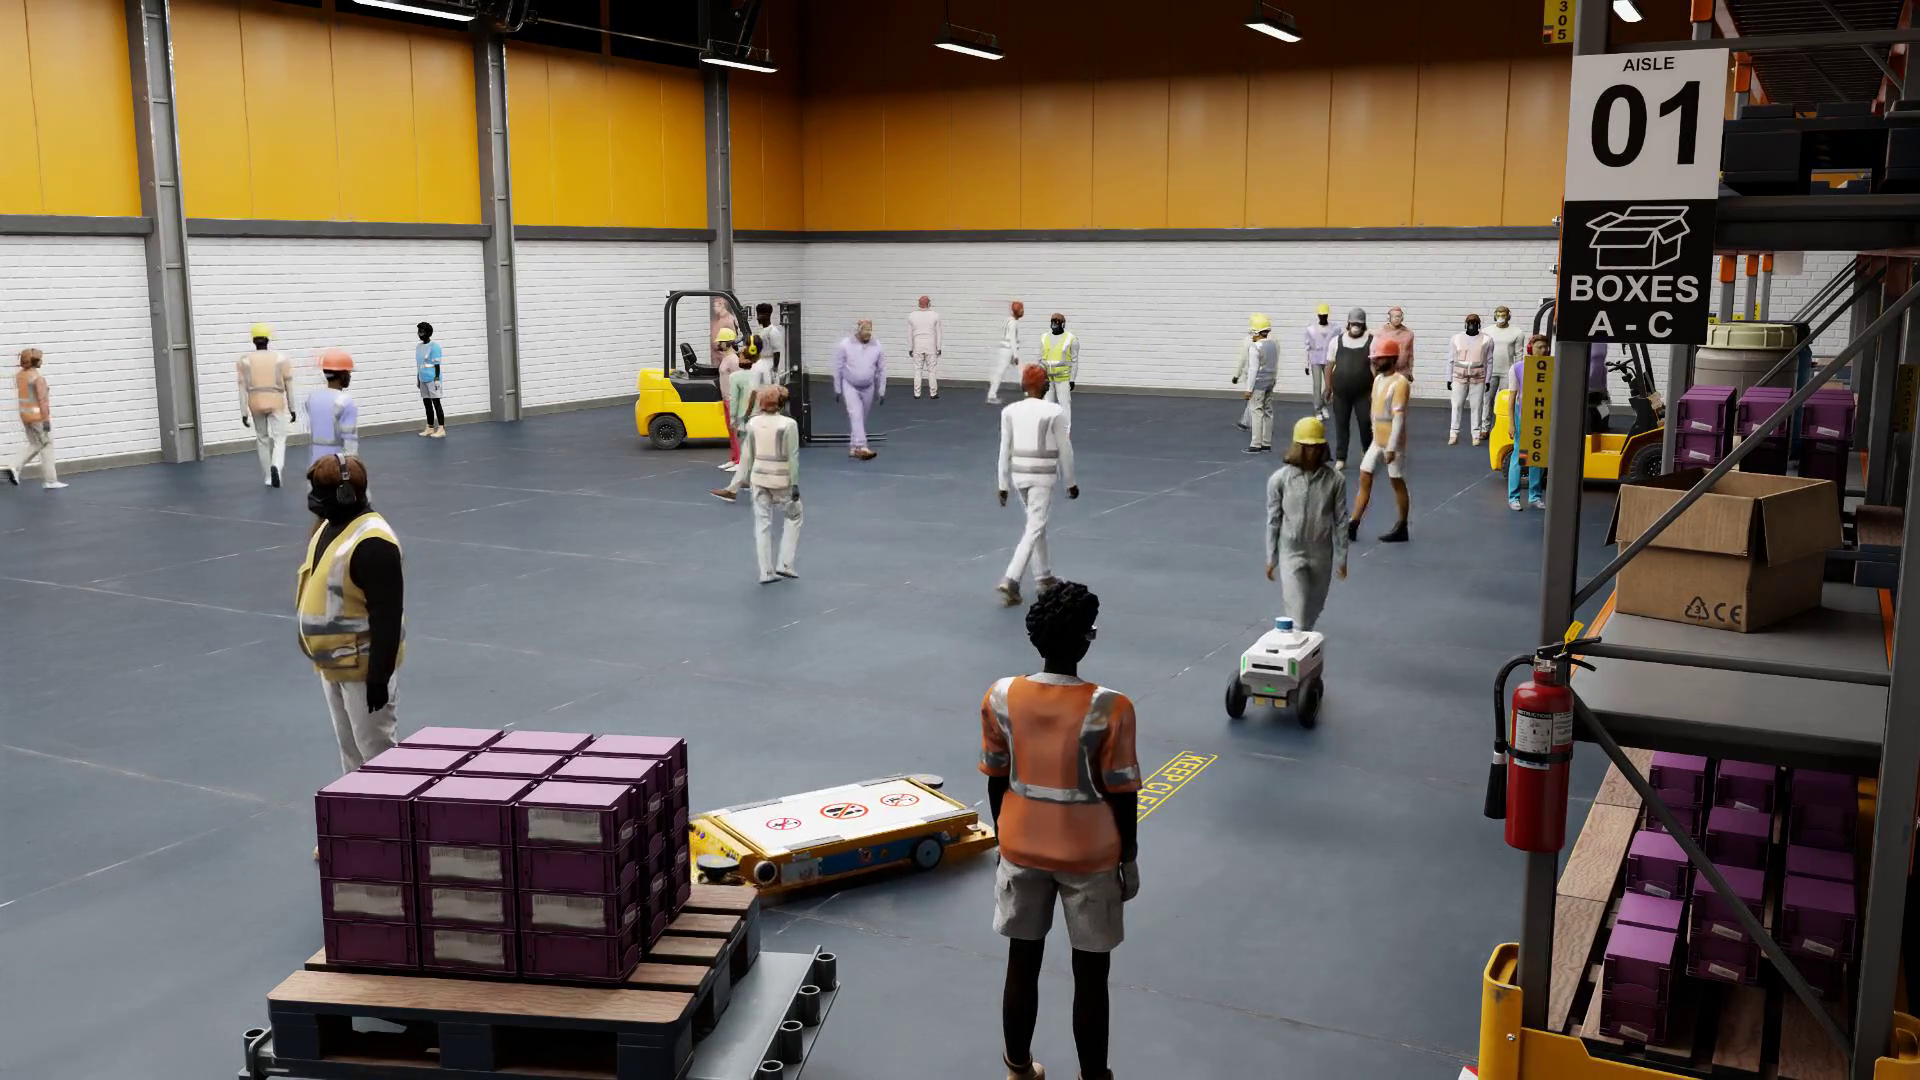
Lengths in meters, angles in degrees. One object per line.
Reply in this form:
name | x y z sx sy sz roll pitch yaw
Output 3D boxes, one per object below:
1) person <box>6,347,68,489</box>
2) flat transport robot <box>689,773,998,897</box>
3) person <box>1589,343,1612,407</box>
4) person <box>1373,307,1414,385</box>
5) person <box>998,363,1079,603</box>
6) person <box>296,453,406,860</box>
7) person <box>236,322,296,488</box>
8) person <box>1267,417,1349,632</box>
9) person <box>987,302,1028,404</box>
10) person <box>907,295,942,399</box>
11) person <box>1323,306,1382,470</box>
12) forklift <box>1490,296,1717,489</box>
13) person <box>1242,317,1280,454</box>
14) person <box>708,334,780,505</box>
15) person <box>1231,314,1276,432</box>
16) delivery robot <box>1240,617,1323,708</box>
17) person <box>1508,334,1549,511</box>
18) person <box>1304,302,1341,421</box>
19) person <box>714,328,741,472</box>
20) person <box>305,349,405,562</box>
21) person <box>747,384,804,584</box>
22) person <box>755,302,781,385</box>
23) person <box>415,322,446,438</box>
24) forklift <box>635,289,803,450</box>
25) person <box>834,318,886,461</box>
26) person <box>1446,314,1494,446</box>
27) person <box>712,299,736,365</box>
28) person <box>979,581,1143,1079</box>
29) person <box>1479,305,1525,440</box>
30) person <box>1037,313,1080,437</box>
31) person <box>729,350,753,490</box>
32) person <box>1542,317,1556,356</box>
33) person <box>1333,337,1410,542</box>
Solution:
person | -10.514 -1.367 18.847 0.533 1.624 0.531 6 11 30
flat transport robot | -0.578 1.300 7.321 1.431 0.197 0.652 -6 12 -32
person | 7.827 -1.839 20.719 0.698 1.935 0.466 -6 12 -33
person | 6.325 -2.447 24.283 0.651 1.907 0.409 -1 10 -8
person | 0.542 -0.452 12.941 0.576 1.843 0.974 7 12 37
person | -2.618 0.540 7.180 0.430 1.843 0.625 -8 13 -38
person | -7.914 -1.529 18.976 0.596 1.906 0.789 -3 10 -18
person | 2.123 0.080 10.230 0.496 1.704 0.859 -1 10 -5
person | 0.947 -3.317 29.569 1.037 1.818 0.589 2 10 11
person | -0.645 -3.546 30.646 0.643 1.909 0.410 1 10 6
person | 4.875 -1.891 20.676 0.704 2.000 0.539 4 11 23
forklift | 7.296 -1.677 18.993 2.313 2.155 1.214 5 11 27
person | 4.015 -2.068 22.303 0.403 1.834 0.588 9 13 43
person | -2.233 -1.269 17.686 0.949 1.823 0.542 -1 10 -8
person | 4.338 -2.456 24.689 0.591 1.780 0.903 -8 13 -39
delivery robot | 1.889 0.696 9.728 0.477 0.478 0.707 5 11 25
person | 5.983 -1.230 17.405 0.566 1.850 0.389 -2 10 -14
person | 5.806 -2.850 26.615 0.613 1.903 0.427 0 10 3
person | -2.845 -1.724 20.506 0.329 1.767 0.528 -3 10 -19
person | -5.028 -0.611 13.679 0.557 1.902 0.905 4 11 22
person | -1.490 -0.459 13.567 0.545 1.619 0.458 5 11 28
person | -2.839 -2.523 24.561 0.368 1.960 0.613 -5 11 -26
person | -7.739 -2.332 24.247 0.535 1.691 0.319 8 13 38
forklift | -3.358 -2.392 23.136 2.313 2.155 1.214 -1 10 -5
person | -1.296 -1.959 21.660 0.654 1.849 0.980 -4 11 -21
person | 7.121 -2.239 23.261 0.627 1.847 0.429 3 10 18
person | -4.129 -3.249 29.077 0.405 1.892 0.672 -5 11 -27
person | 0.316 0.965 5.139 0.533 1.697 0.318 5 11 27
person | 7.735 -2.388 23.853 0.636 1.939 0.365 4 11 22
person | 1.361 -2.279 23.498 0.627 1.847 0.429 5 11 26
person | -2.381 -1.379 18.894 0.501 1.631 0.287 -4 11 -24
person | 8.508 -2.351 23.838 0.550 1.880 1.023 2 10 9
person | 3.820 -0.905 15.350 0.874 1.905 0.570 -3 10 -17
